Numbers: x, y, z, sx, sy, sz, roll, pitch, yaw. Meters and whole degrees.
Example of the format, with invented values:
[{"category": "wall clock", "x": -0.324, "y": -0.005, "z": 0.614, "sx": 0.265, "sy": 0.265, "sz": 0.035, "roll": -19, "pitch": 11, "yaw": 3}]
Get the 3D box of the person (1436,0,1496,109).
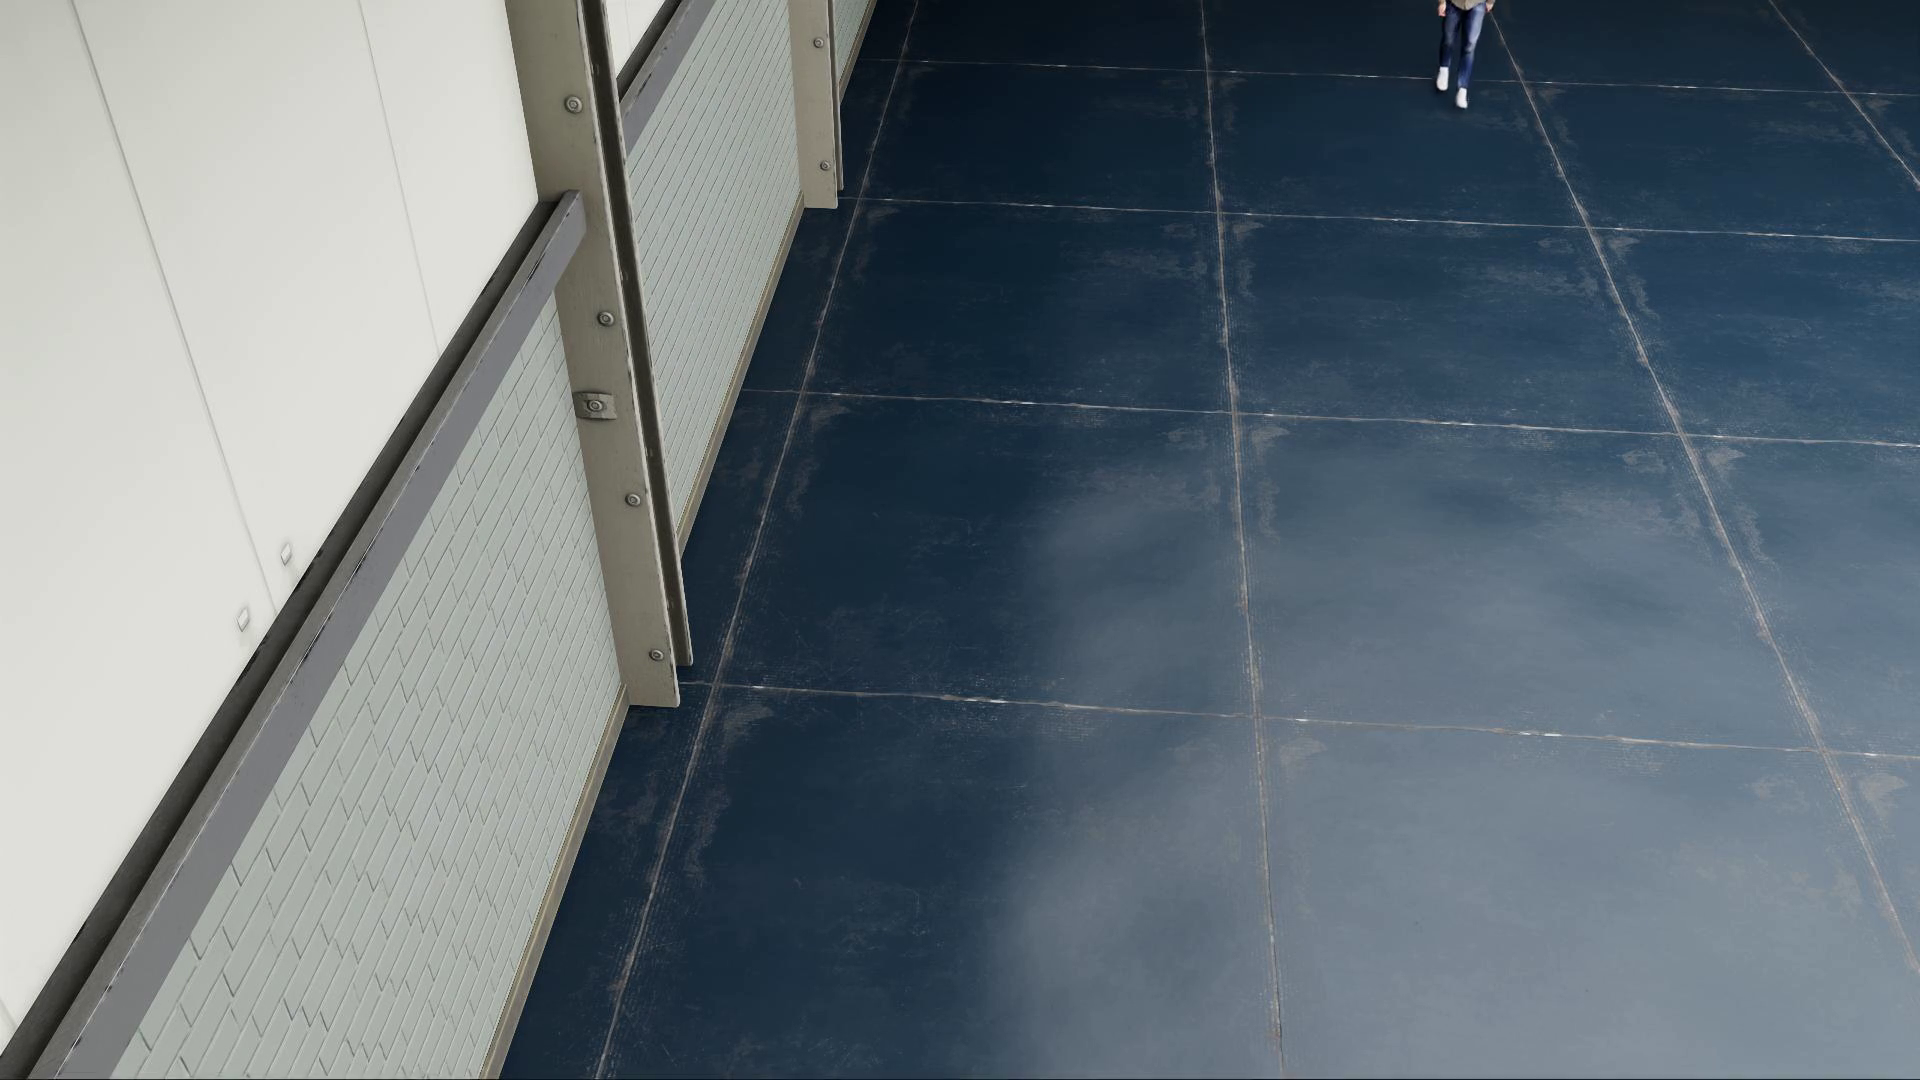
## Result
[{"category": "person", "x": 4.577, "y": -4.916, "z": 15.124, "sx": 0.771, "sy": 1.817, "sz": 1.176, "roll": 6, "pitch": 38, "yaw": 8}]
